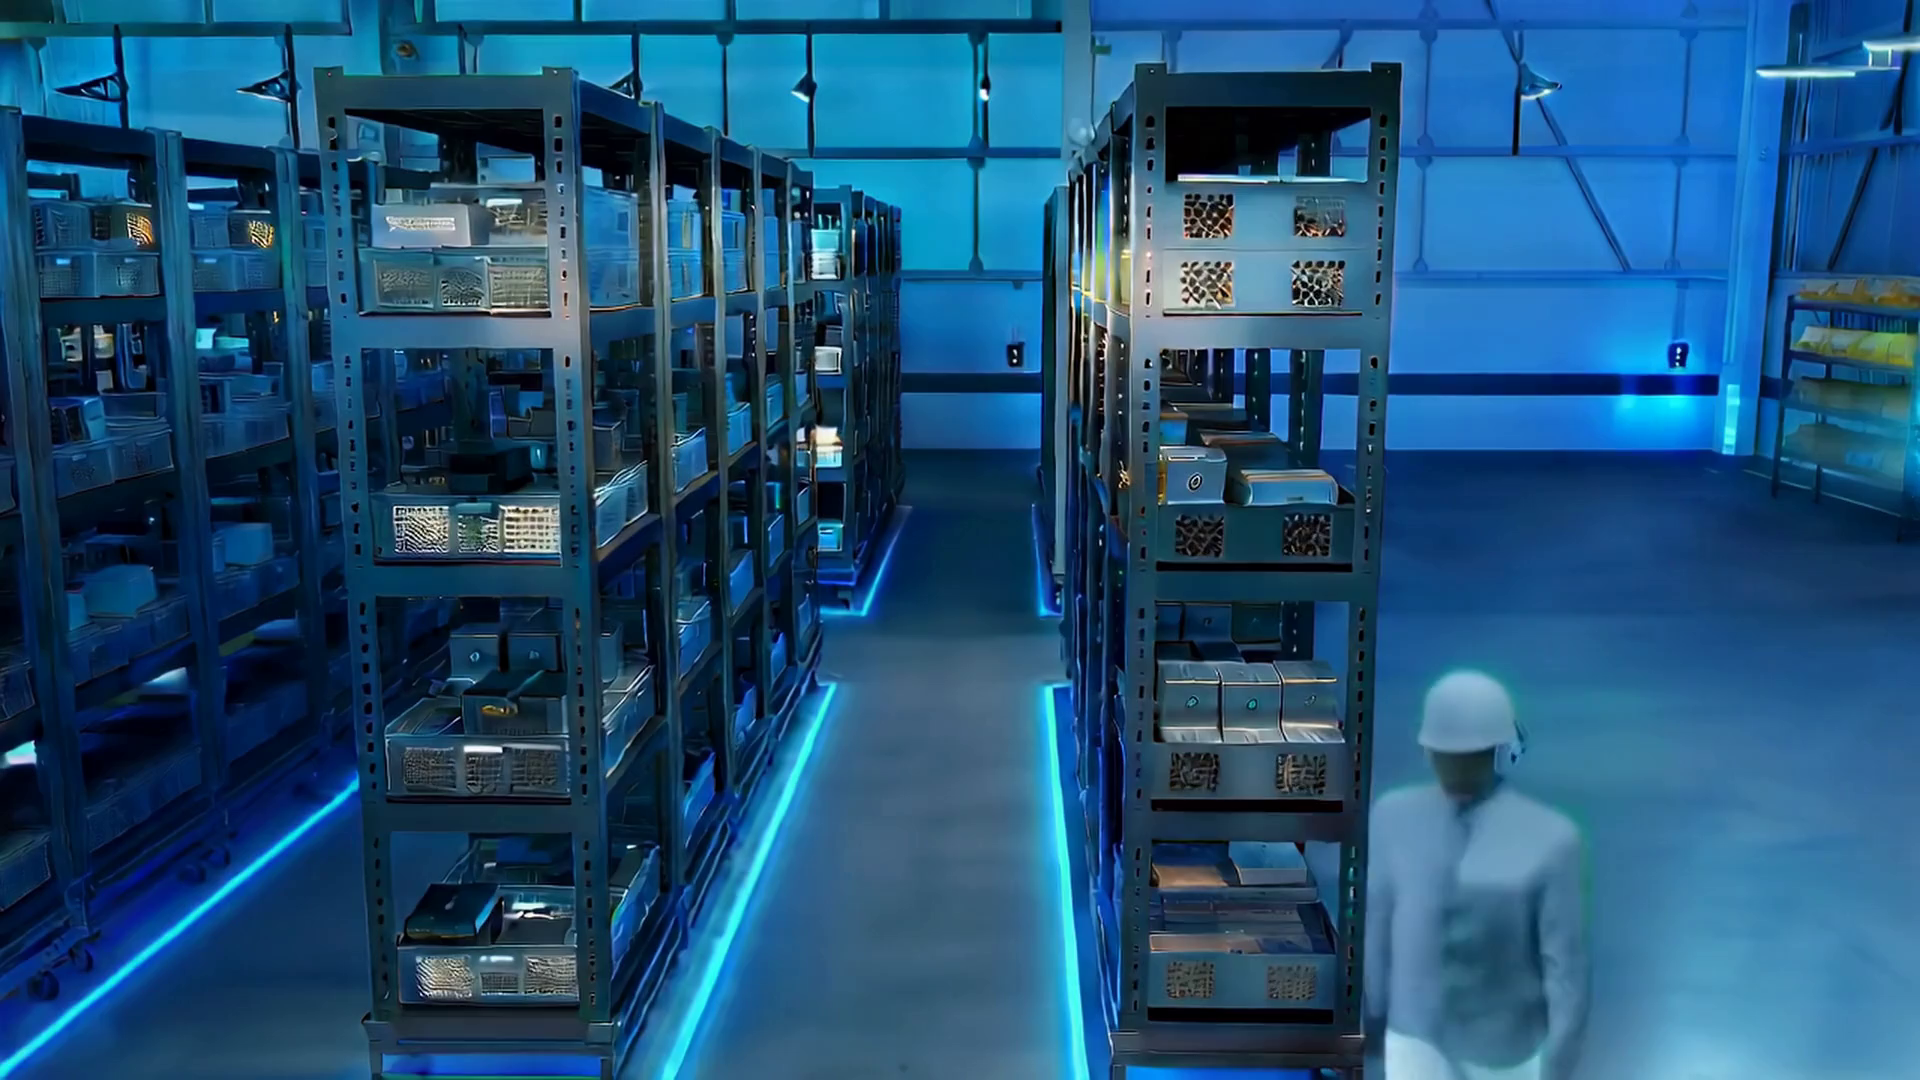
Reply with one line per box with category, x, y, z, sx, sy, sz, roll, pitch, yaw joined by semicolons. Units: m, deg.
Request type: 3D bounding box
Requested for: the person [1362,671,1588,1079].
person;1.404;1.294;4.562;0.623;1.958;0.973;6;12;33
